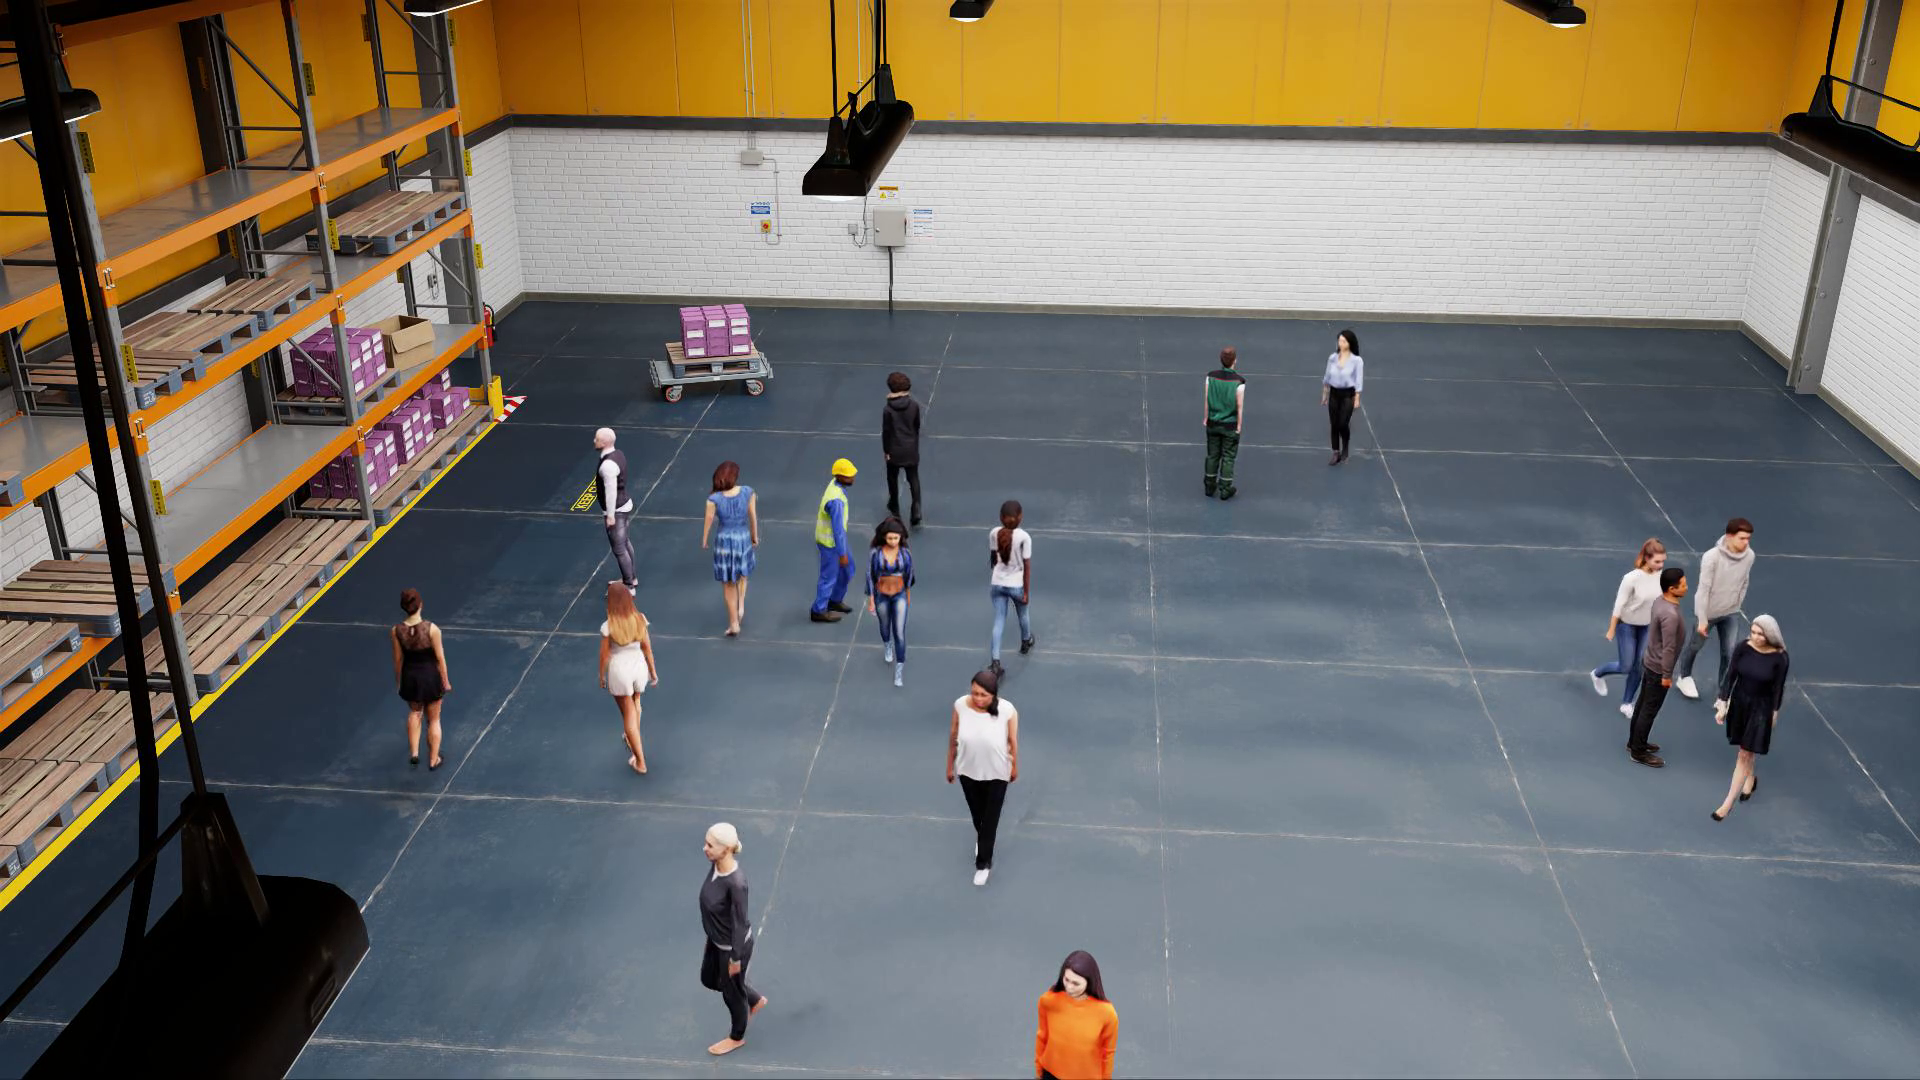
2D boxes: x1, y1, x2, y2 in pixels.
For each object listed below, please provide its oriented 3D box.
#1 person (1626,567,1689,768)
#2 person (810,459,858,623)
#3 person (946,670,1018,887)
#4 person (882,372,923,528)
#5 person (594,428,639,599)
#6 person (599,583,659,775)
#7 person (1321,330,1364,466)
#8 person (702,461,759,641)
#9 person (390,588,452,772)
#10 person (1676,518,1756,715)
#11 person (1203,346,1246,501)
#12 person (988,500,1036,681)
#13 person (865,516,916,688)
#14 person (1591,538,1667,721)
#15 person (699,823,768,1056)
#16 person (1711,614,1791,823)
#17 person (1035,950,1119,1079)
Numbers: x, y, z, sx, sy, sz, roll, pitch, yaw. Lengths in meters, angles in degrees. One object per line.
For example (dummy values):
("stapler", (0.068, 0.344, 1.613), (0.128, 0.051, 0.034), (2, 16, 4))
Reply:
("person", (5.905, 1.045, 14.076), (0.742, 1.768, 0.533), (-8, 25, -17))
("person", (-1.318, 0.003, 16.458), (0.732, 1.770, 0.676), (0, 24, -1))
("person", (0.204, 1.712, 12.685), (0.822, 1.660, 1.046), (8, 25, 18))
("person", (-0.615, -1.005, 18.783), (0.876, 1.754, 1.174), (-6, 24, -14))
("person", (-3.529, -0.292, 17.068), (0.775, 1.820, 0.575), (-2, 24, -4))
("person", (-2.738, 1.176, 13.894), (0.888, 1.674, 0.965), (-16, 29, -33))
("person", (4.761, -1.757, 20.532), (0.788, 1.732, 0.822), (18, 29, 35))
("person", (-2.165, 0.121, 16.161), (0.880, 1.792, 0.934), (-13, 27, -27))
("person", (-4.506, 1.206, 13.825), (0.595, 1.675, 0.648), (1, 24, 2))
("person", (6.761, 0.612, 15.006), (0.816, 1.817, 1.104), (-2, 24, -5))
("person", (3.092, -1.391, 19.555), (0.721, 1.842, 0.726), (13, 27, 27))
("person", (0.418, 0.492, 15.462), (0.801, 1.671, 1.198), (9, 25, 19))
("person", (-0.664, 0.523, 15.509), (0.704, 1.577, 1.048), (-1, 24, -2))
("person", (5.970, 0.755, 14.813), (0.791, 1.709, 0.913), (-5, 24, -10))
("person", (-1.421, 2.536, 10.727), (0.847, 1.718, 0.781), (-12, 26, -25))
("person", (6.386, 1.373, 13.400), (1.034, 1.708, 1.153), (20, 30, 38))
("person", (0.645, 3.057, 9.496), (0.665, 1.749, 0.622), (7, 25, 16))
